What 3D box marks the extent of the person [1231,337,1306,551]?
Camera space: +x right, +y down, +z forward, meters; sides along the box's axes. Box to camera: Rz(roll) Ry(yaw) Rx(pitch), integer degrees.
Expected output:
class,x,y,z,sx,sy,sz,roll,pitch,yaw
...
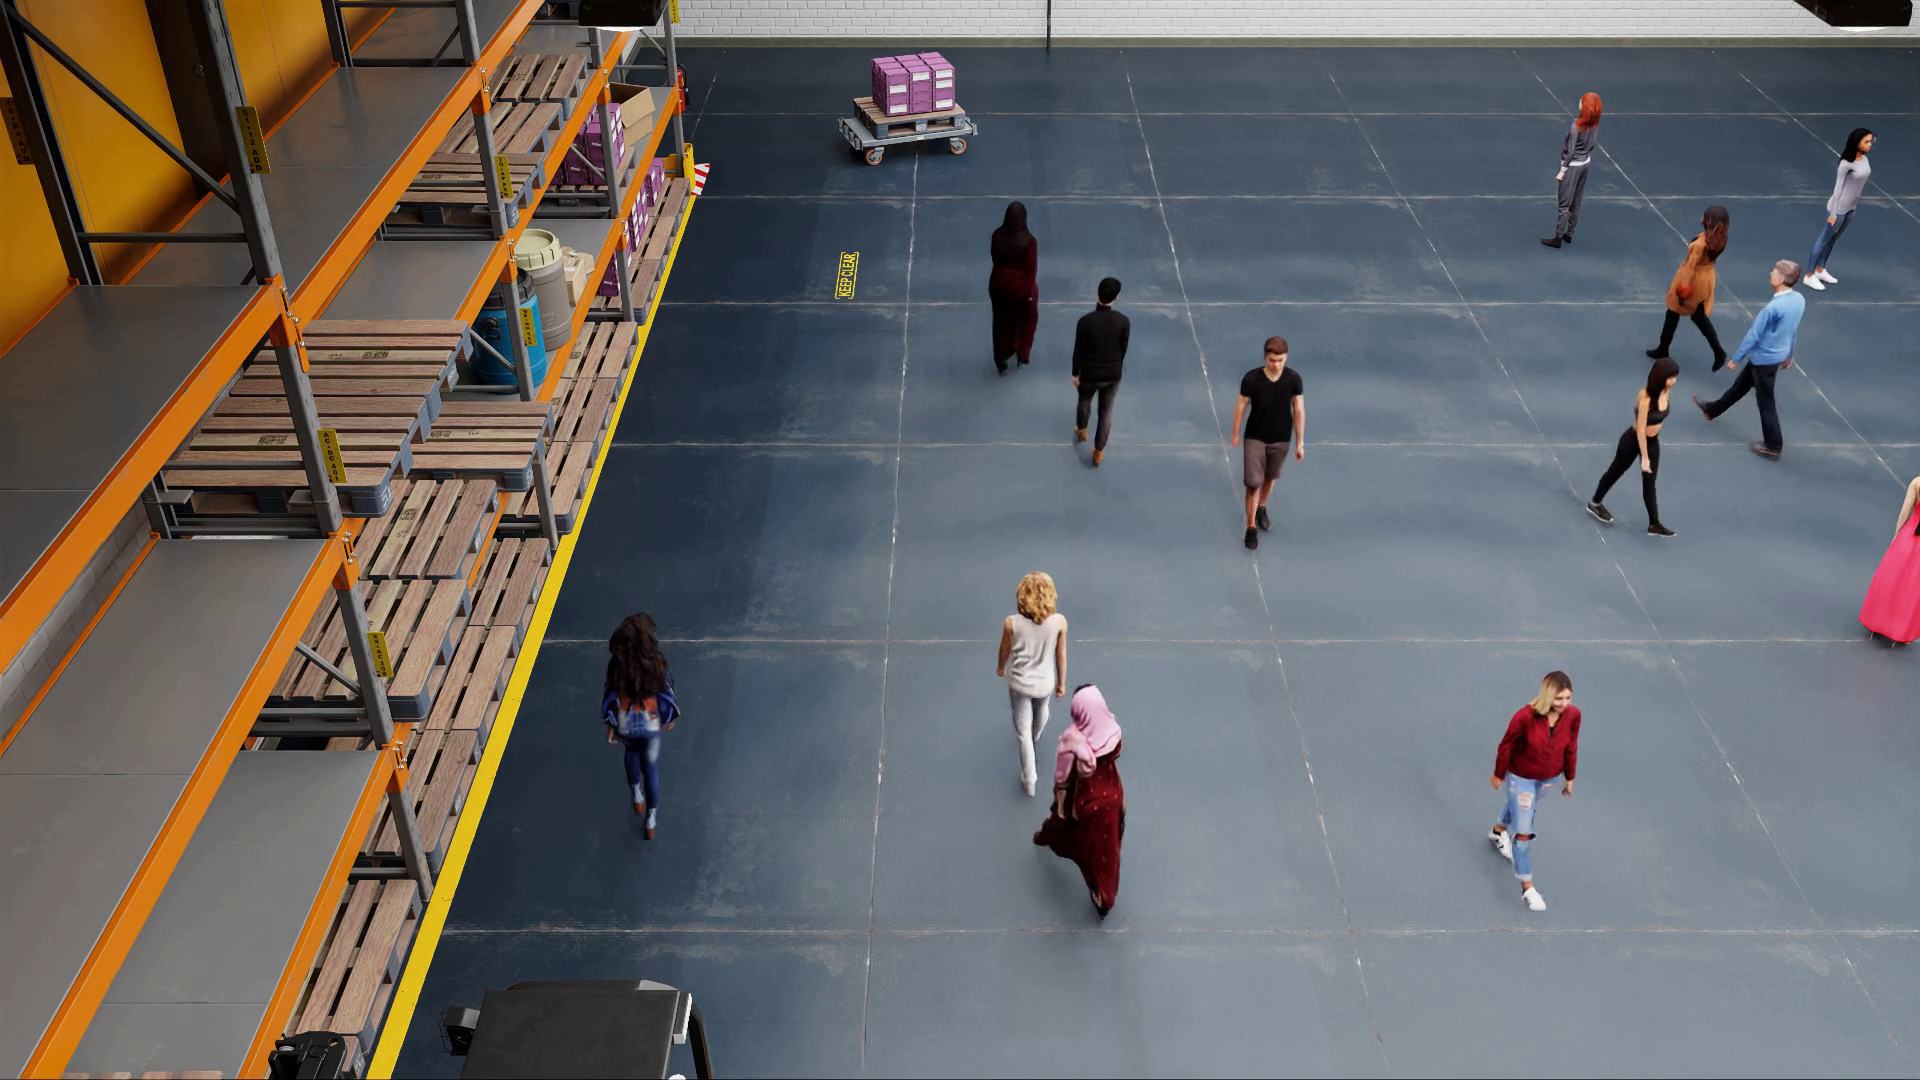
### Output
class,x,y,z,sx,sy,sz,roll,pitch,yaw
person,2.538,-0.904,13.746,0.709,1.833,0.914,-2,34,-4

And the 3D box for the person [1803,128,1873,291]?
class,x,y,z,sx,sy,sz,roll,pitch,yaw
person,9.437,-3.569,17.844,0.688,1.736,0.723,-23,40,-31

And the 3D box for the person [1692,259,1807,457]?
class,x,y,z,sx,sy,sz,roll,pitch,yaw
person,7.289,-1.578,14.828,1.168,1.758,1.288,-24,41,-32

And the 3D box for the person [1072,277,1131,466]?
class,x,y,z,sx,sy,sz,roll,pitch,yaw
person,1.259,-1.456,14.708,0.674,1.690,0.925,-1,34,-2

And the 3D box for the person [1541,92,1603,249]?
class,x,y,z,sx,sy,sz,roll,pitch,yaw
person,6.914,-4.165,18.702,0.651,1.780,0.680,-22,39,-29

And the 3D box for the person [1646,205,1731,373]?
class,x,y,z,sx,sy,sz,roll,pitch,yaw
person,7.205,-2.405,16.127,1.009,1.699,1.174,-19,38,-26

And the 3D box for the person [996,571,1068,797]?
class,x,y,z,sx,sy,sz,roll,pitch,yaw
person,0.476,0.991,11.079,0.668,1.632,1.031,-4,34,-6

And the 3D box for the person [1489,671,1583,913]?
class,x,y,z,sx,sy,sz,roll,pitch,yaw
person,3.558,1.442,10.439,0.783,1.589,1.109,-7,34,-11

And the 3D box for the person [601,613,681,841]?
class,x,y,z,sx,sy,sz,roll,pitch,yaw
person,-2.078,1.240,10.738,0.651,1.594,0.714,-5,34,-8

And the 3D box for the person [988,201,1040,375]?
class,x,y,z,sx,sy,sz,roll,pitch,yaw
person,0.468,-2.385,16.057,0.778,1.743,0.806,13,36,19

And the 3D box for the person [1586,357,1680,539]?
class,x,y,z,sx,sy,sz,roll,pitch,yaw
person,5.566,-0.819,13.819,0.903,1.612,1.091,-19,38,-26

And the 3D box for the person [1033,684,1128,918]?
class,x,y,z,sx,sy,sz,roll,pitch,yaw
person,0.823,1.621,10.172,0.878,1.585,1.156,-11,35,-16

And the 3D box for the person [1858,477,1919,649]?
class,x,y,z,sx,sy,sz,roll,pitch,yaw
person,7.164,0.053,12.402,0.708,1.728,0.765,28,43,35
